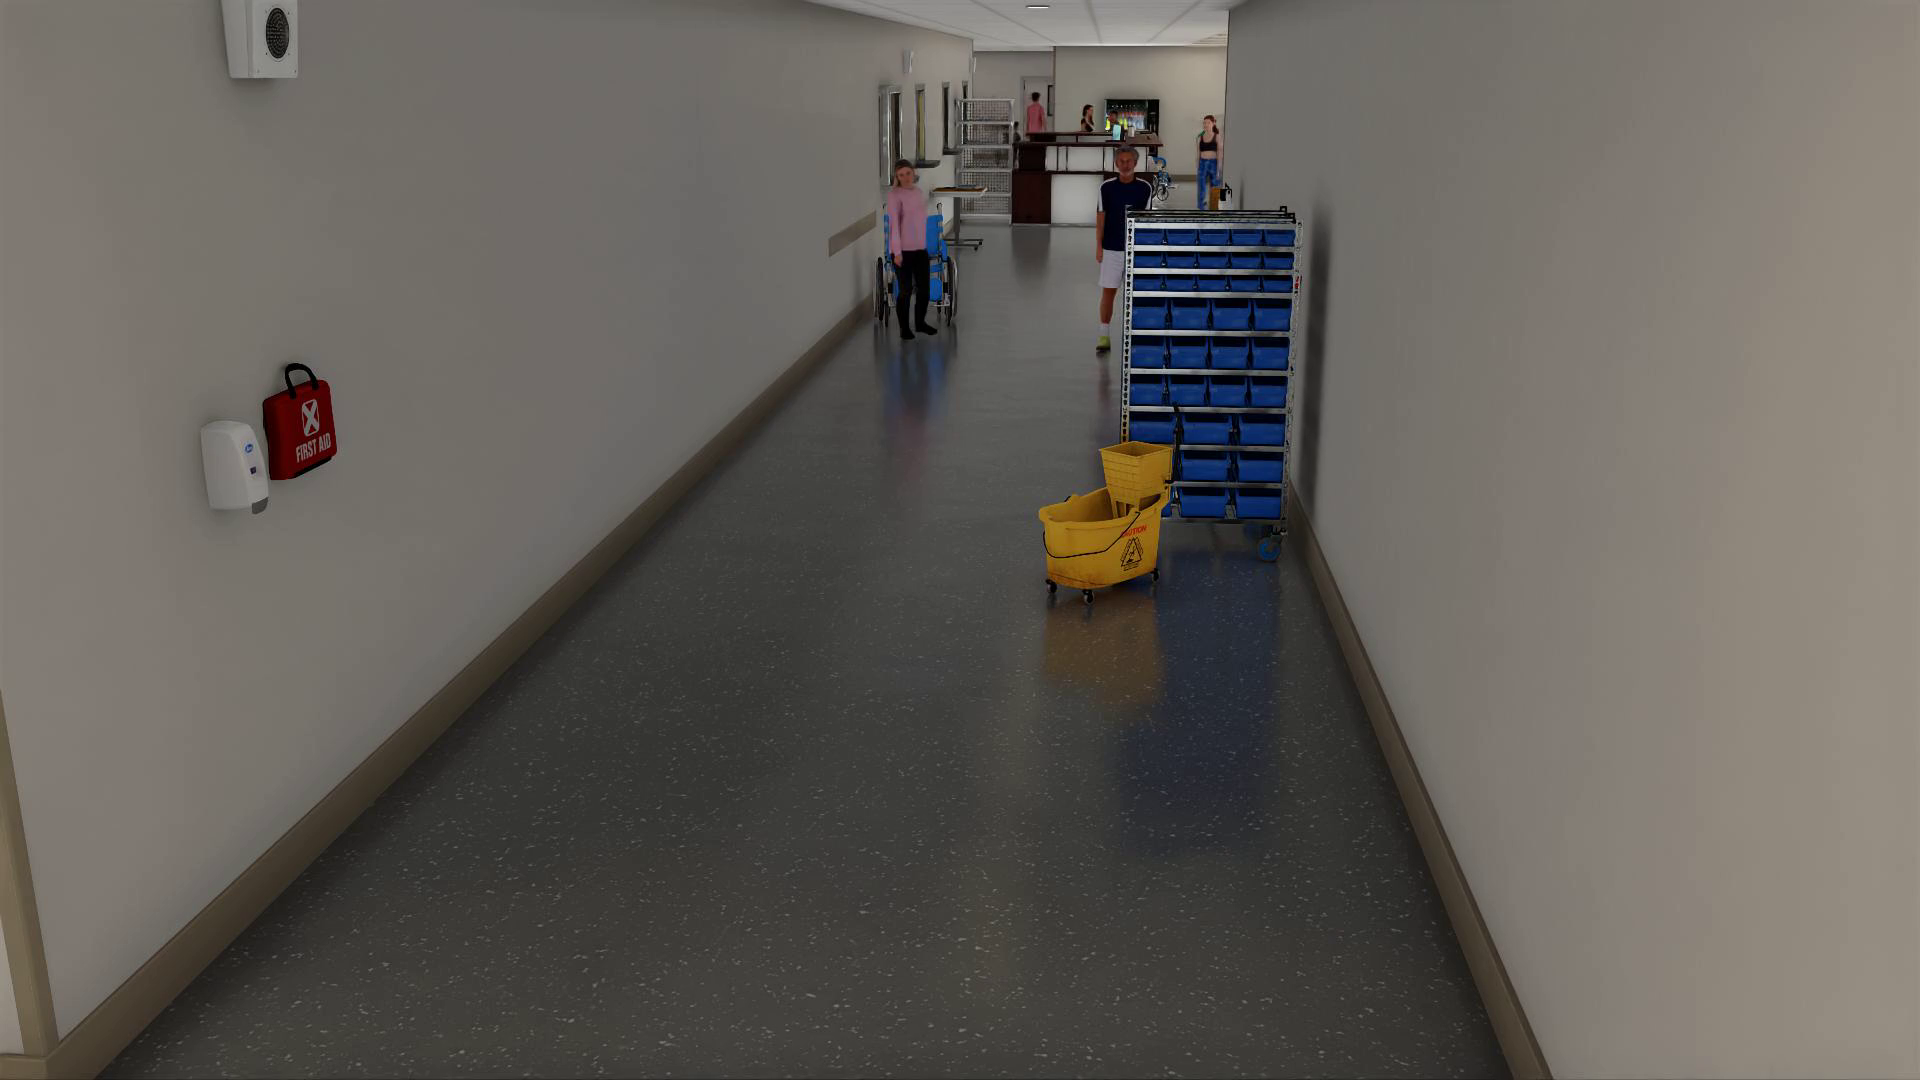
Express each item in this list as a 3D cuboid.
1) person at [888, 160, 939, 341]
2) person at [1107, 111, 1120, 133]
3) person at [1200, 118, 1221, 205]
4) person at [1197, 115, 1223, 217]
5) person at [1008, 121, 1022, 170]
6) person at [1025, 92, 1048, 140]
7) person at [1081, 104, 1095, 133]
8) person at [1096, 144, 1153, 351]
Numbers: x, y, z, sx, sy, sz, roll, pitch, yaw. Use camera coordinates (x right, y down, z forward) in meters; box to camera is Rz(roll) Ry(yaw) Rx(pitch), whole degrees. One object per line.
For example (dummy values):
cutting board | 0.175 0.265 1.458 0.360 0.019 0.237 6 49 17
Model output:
person | -0.487 -2.671 15.417 0.849 1.651 0.806 10 19 33
person | 3.331 -8.369 35.695 1.055 1.614 0.794 -4 16 -13
person | 4.616 -7.079 31.112 1.023 1.617 0.818 -3 16 -9
person | 3.930 -5.722 26.048 1.157 1.753 0.837 6 17 19
person | 1.319 -9.845 41.597 0.745 1.212 0.693 -15 21 -42
person | 1.785 -9.953 40.772 1.283 1.906 1.188 12 20 37
person | 2.489 -7.908 33.740 0.683 1.787 0.649 4 16 15
person | 1.463 -2.607 14.852 0.481 1.833 0.700 1 16 2
